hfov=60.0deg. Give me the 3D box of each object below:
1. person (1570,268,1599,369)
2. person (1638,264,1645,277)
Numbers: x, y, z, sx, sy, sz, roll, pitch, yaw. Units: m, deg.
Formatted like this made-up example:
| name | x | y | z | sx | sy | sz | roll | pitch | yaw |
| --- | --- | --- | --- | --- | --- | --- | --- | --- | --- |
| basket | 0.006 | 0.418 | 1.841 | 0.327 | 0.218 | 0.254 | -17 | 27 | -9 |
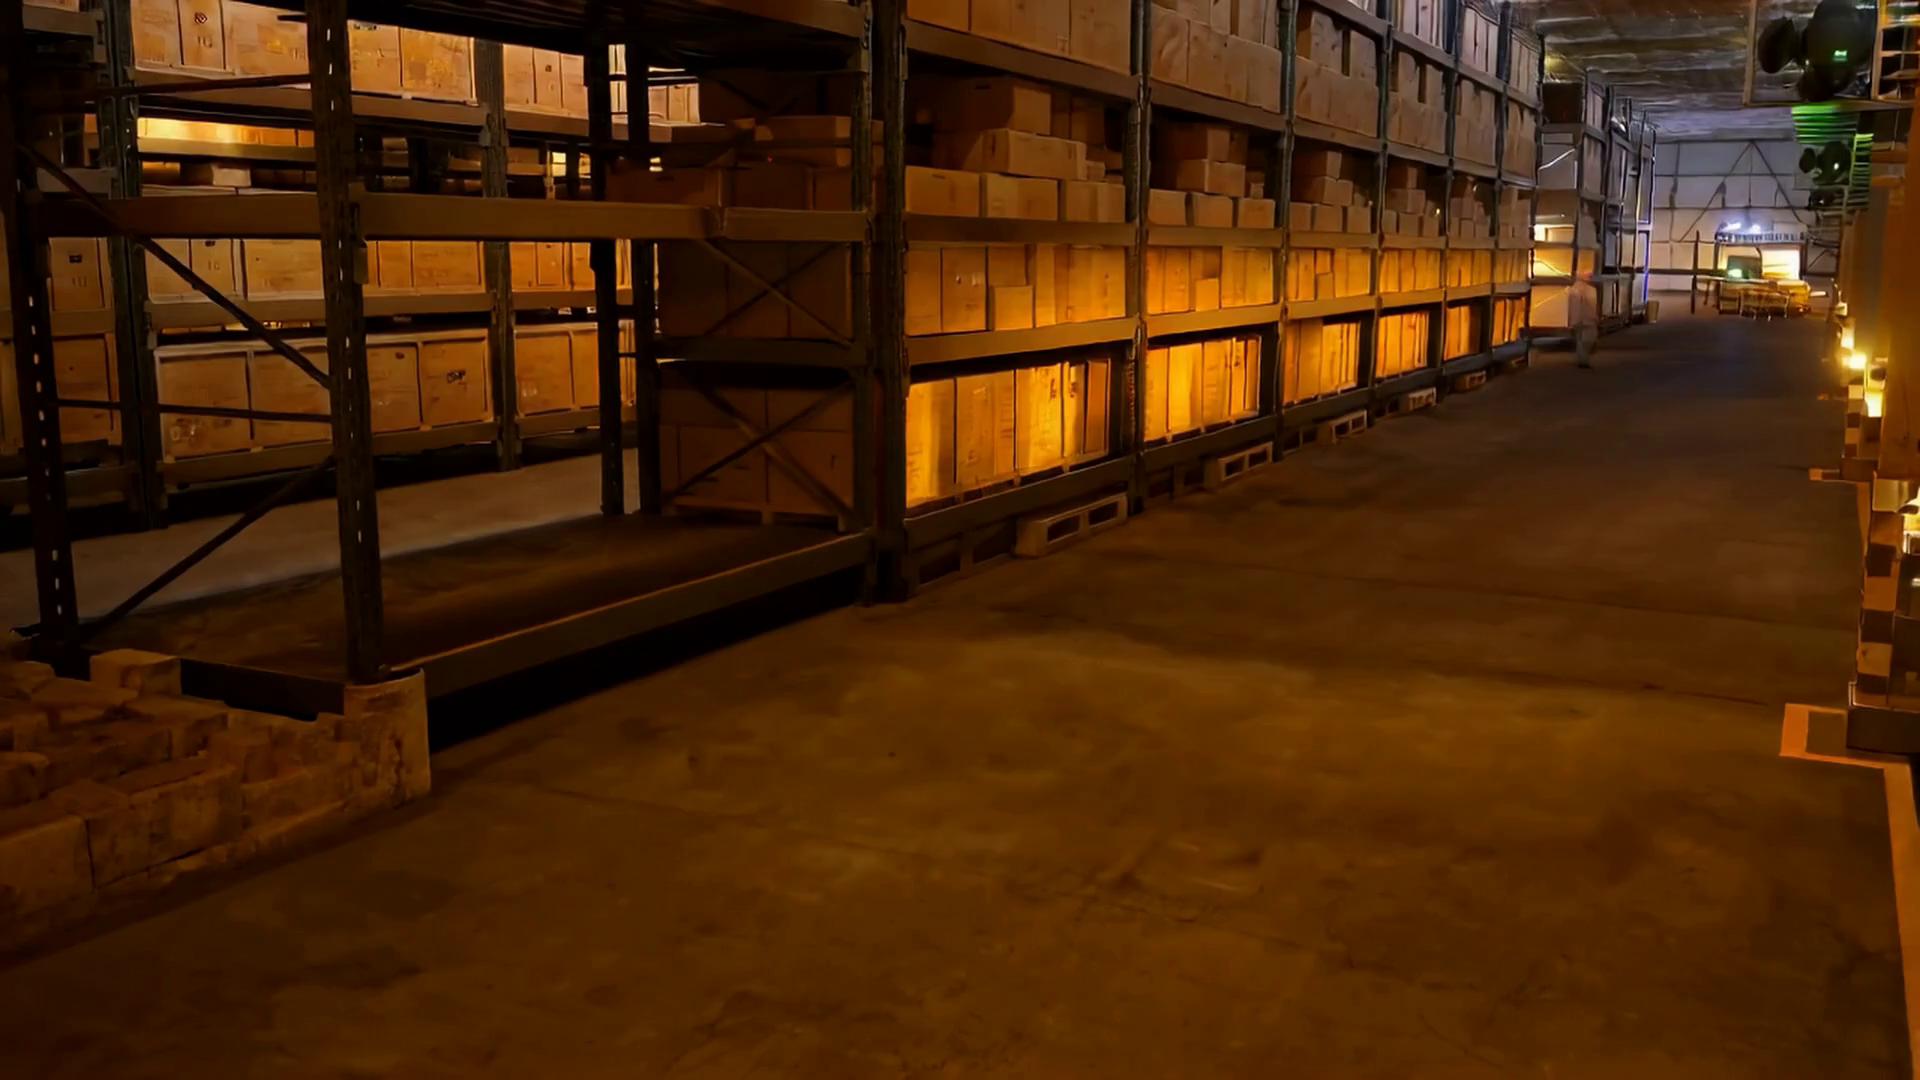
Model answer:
| name | x | y | z | sx | sy | sz | roll | pitch | yaw |
| --- | --- | --- | --- | --- | --- | --- | --- | --- | --- |
| person | 11.824 | -4.184 | 31.421 | 0.677 | 1.890 | 0.554 | -6 | 11 | -31 |
| person | 36.389 | -13.962 | 88.769 | 0.523 | 1.636 | 0.310 | 3 | 10 | 15 |
